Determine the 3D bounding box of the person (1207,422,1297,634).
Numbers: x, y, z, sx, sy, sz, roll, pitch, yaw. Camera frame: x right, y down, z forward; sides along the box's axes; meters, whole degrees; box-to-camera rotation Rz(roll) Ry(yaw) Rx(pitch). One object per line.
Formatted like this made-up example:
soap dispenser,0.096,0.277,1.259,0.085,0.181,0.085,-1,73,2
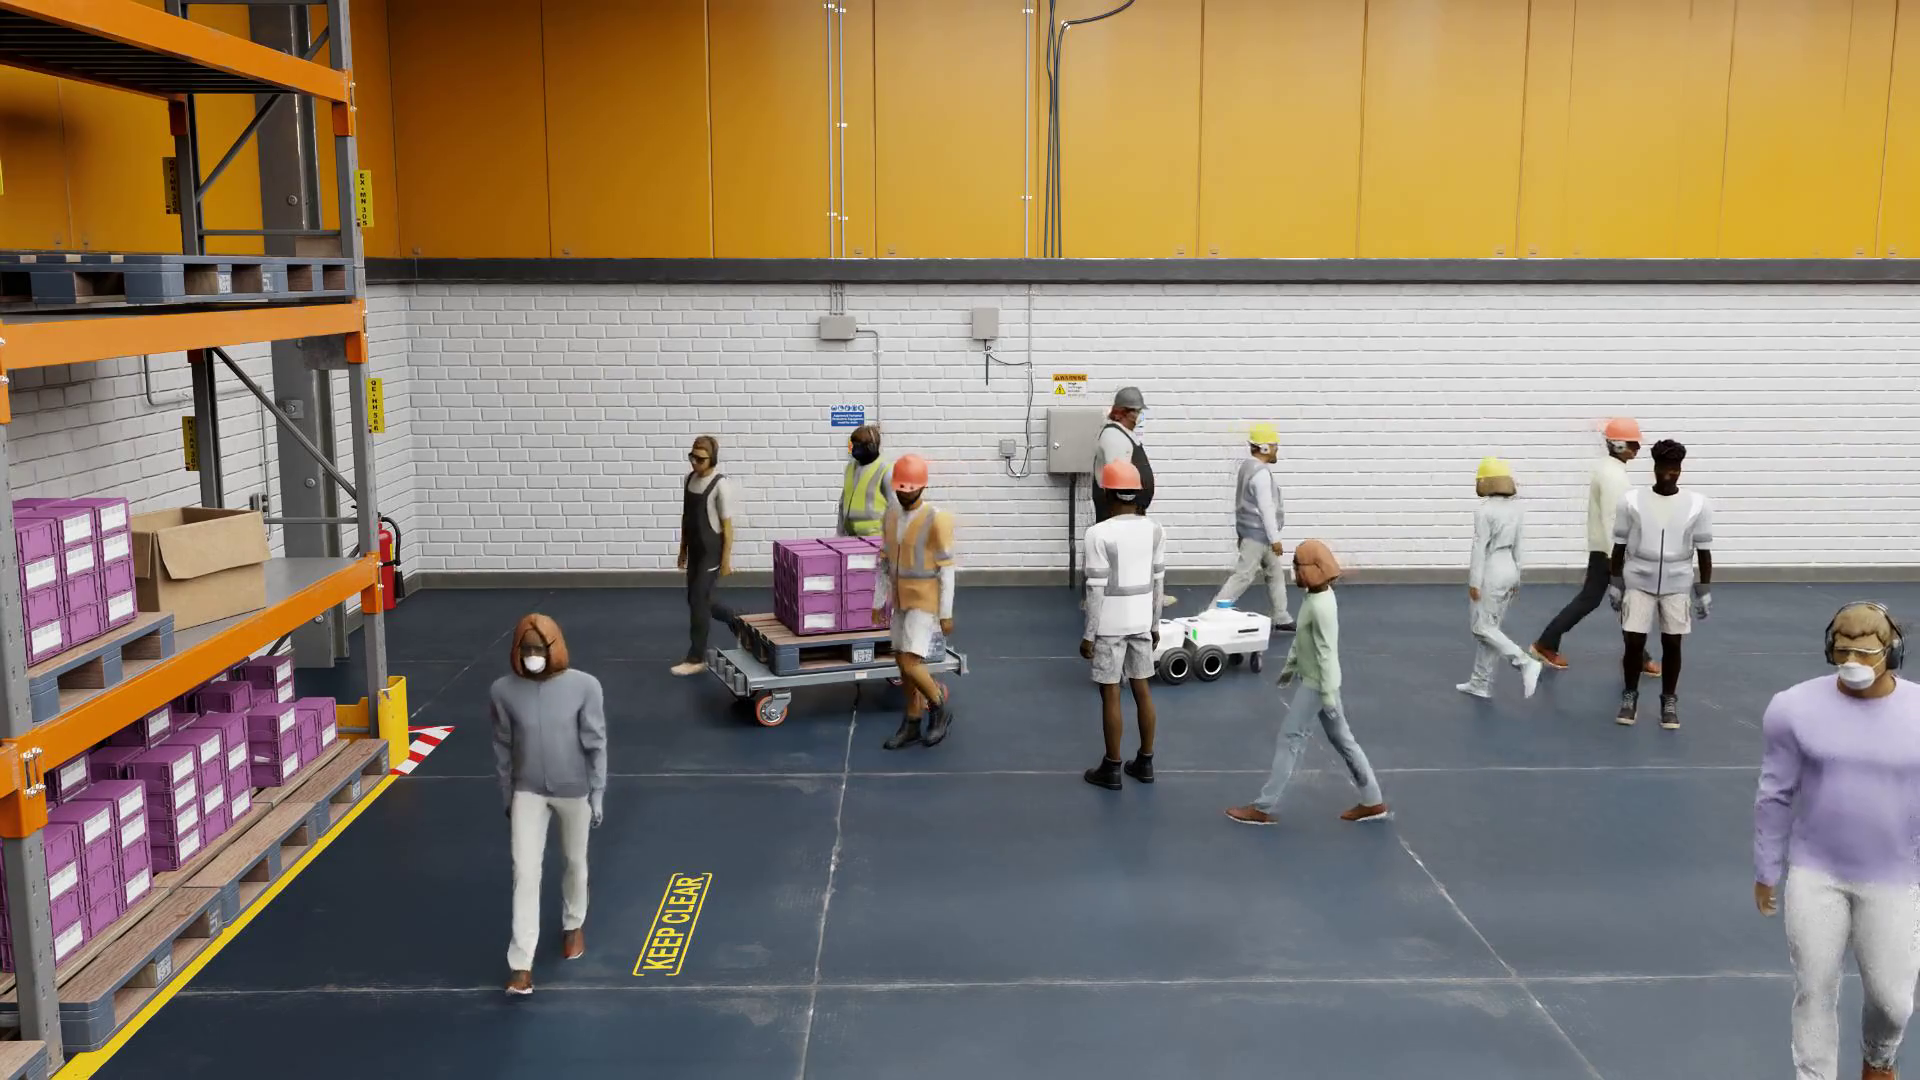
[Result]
person,2.408,-0.078,13.677,0.917,1.794,0.590,1,9,4

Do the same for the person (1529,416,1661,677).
person,4.800,0.042,12.441,0.986,1.959,0.630,5,10,27

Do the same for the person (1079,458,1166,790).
person,0.932,0.488,9.747,0.552,1.935,0.374,-5,11,-29

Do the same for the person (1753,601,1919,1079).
person,3.064,1.150,5.716,0.650,1.927,0.563,7,11,35

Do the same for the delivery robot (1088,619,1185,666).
delivery robot,1.280,0.730,12.207,0.707,0.478,0.477,-4,10,-23

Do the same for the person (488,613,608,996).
person,-1.743,1.106,7.042,0.506,1.584,0.865,-1,9,-5

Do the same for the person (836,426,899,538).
person,-0.721,-0.032,13.398,0.973,1.795,0.646,-7,12,-38

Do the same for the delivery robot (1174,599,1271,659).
delivery robot,1.970,0.686,12.472,0.707,0.478,0.477,-4,10,-23

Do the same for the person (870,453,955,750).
person,-0.318,0.396,10.379,0.406,1.913,0.603,-8,12,-40

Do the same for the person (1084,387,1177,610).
person,1.522,-0.361,14.639,0.903,2.000,0.692,3,10,19

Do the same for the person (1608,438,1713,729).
person,4.607,0.294,10.937,0.628,1.944,0.446,3,10,18

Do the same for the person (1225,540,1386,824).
person,1.937,0.780,9.039,0.870,1.589,0.511,2,9,11

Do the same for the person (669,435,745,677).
person,-1.858,0.099,12.513,0.720,1.816,0.544,-8,12,-40

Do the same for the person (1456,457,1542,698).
person,3.814,0.290,11.633,0.533,1.708,0.661,-7,12,-37
